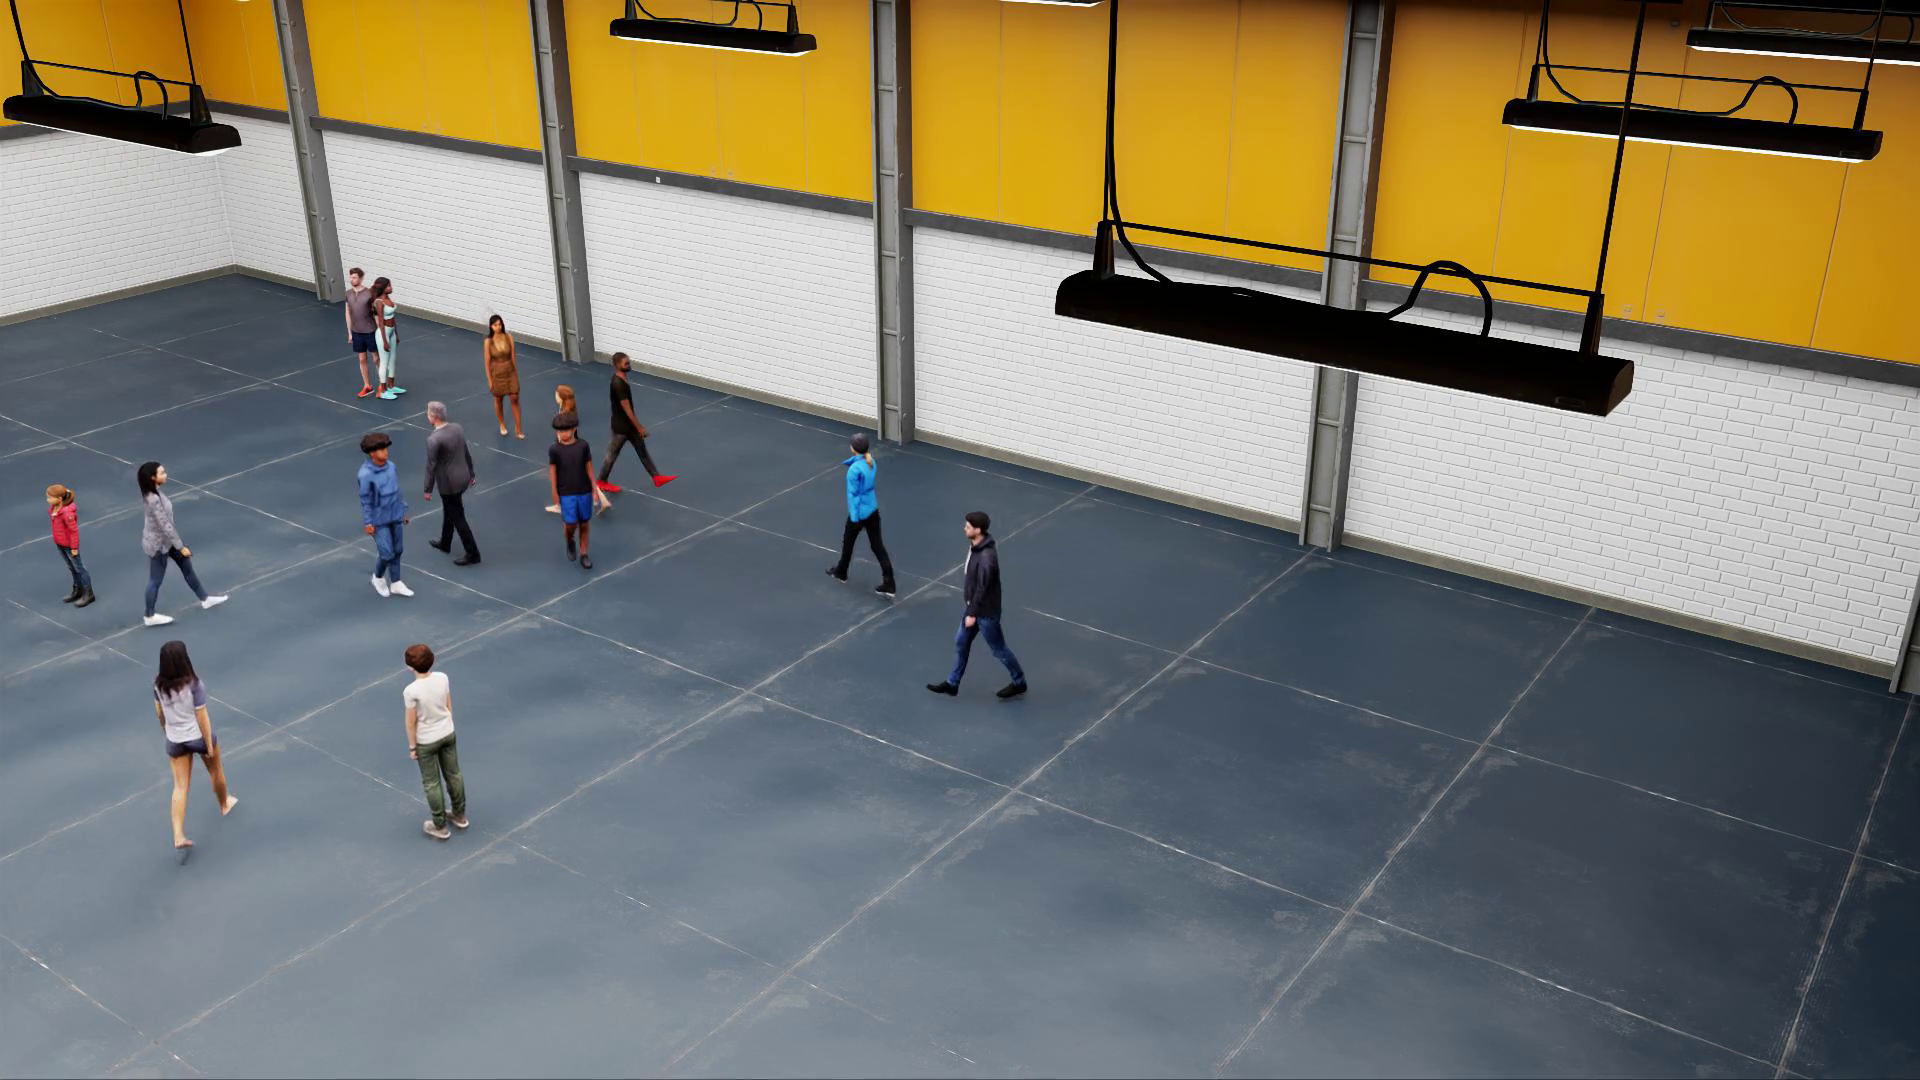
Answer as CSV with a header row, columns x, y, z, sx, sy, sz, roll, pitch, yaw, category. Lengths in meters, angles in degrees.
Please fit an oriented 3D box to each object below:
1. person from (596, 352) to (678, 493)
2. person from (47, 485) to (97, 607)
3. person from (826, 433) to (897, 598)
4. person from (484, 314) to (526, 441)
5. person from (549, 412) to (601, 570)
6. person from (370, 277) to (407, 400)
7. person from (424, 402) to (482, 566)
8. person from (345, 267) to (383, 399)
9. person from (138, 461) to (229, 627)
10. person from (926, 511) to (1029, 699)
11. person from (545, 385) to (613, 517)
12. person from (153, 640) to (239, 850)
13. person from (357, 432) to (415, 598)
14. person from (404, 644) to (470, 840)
x,y,z,sx,sy,sz,roll,pitch,yaw,category
-4.105,-1.350,19.803,1.281,1.754,1.093,-1,24,-2,person
-9.198,0.036,17.178,0.423,1.318,0.565,16,28,33,person
-0.925,-0.217,17.224,1.183,1.744,0.665,17,29,34,person
-6.008,-2.150,21.744,0.772,1.664,0.917,-14,27,-28,person
-4.181,-0.561,17.966,0.795,1.779,0.857,-9,25,-21,person
-8.007,-2.830,23.229,0.700,1.721,0.667,3,24,6,person
-5.442,-0.606,18.038,1.138,1.804,1.011,6,24,13,person
-8.300,-2.906,23.240,0.646,1.851,0.789,3,24,7,person
-8.087,0.063,16.641,1.032,1.698,1.072,-9,25,-19,person
0.311,0.640,15.137,1.254,1.845,1.179,-3,24,-7,person
-4.418,-0.995,19.192,1.125,1.592,0.782,8,25,18,person
-6.096,1.628,13.063,1.132,1.695,1.077,0,24,-1,person
-6.026,-0.257,17.248,0.701,1.797,0.733,11,26,24,person
-4.171,1.581,13.224,0.566,1.653,0.569,20,30,37,person
